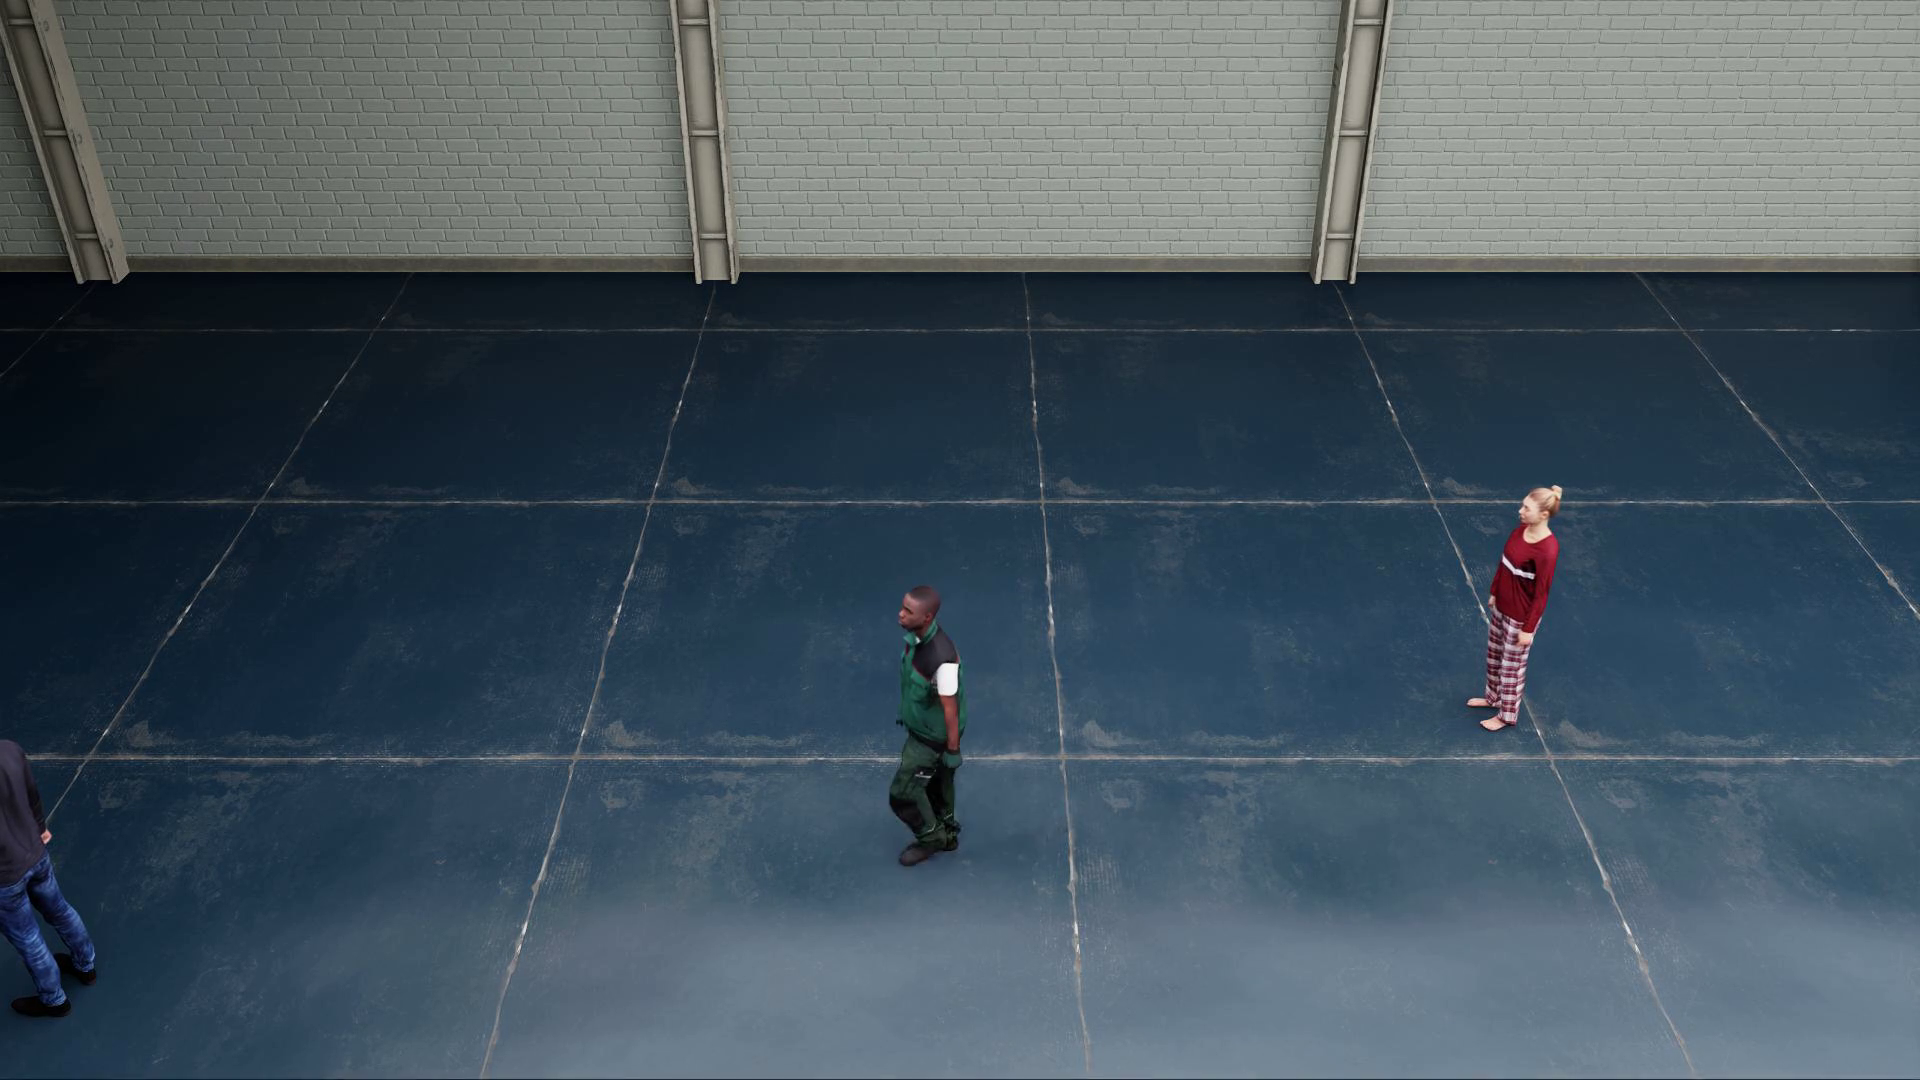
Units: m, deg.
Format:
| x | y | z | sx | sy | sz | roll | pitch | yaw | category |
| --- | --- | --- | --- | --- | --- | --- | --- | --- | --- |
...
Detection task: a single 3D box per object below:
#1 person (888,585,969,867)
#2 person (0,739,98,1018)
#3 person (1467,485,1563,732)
| x | y | z | sx | sy | sz | roll | pitch | yaw | category |
| --- | --- | --- | --- | --- | --- | --- | --- | --- | --- |
| -0.080 | 1.005 | 9.065 | 0.823 | 1.829 | 0.809 | -10 | 34 | -15 | person |
| -4.649 | 1.571 | 8.136 | 0.647 | 1.894 | 0.727 | 7 | 34 | 11 | person |
| 3.384 | 0.406 | 10.105 | 0.553 | 1.699 | 0.654 | -5 | 33 | -8 | person |
